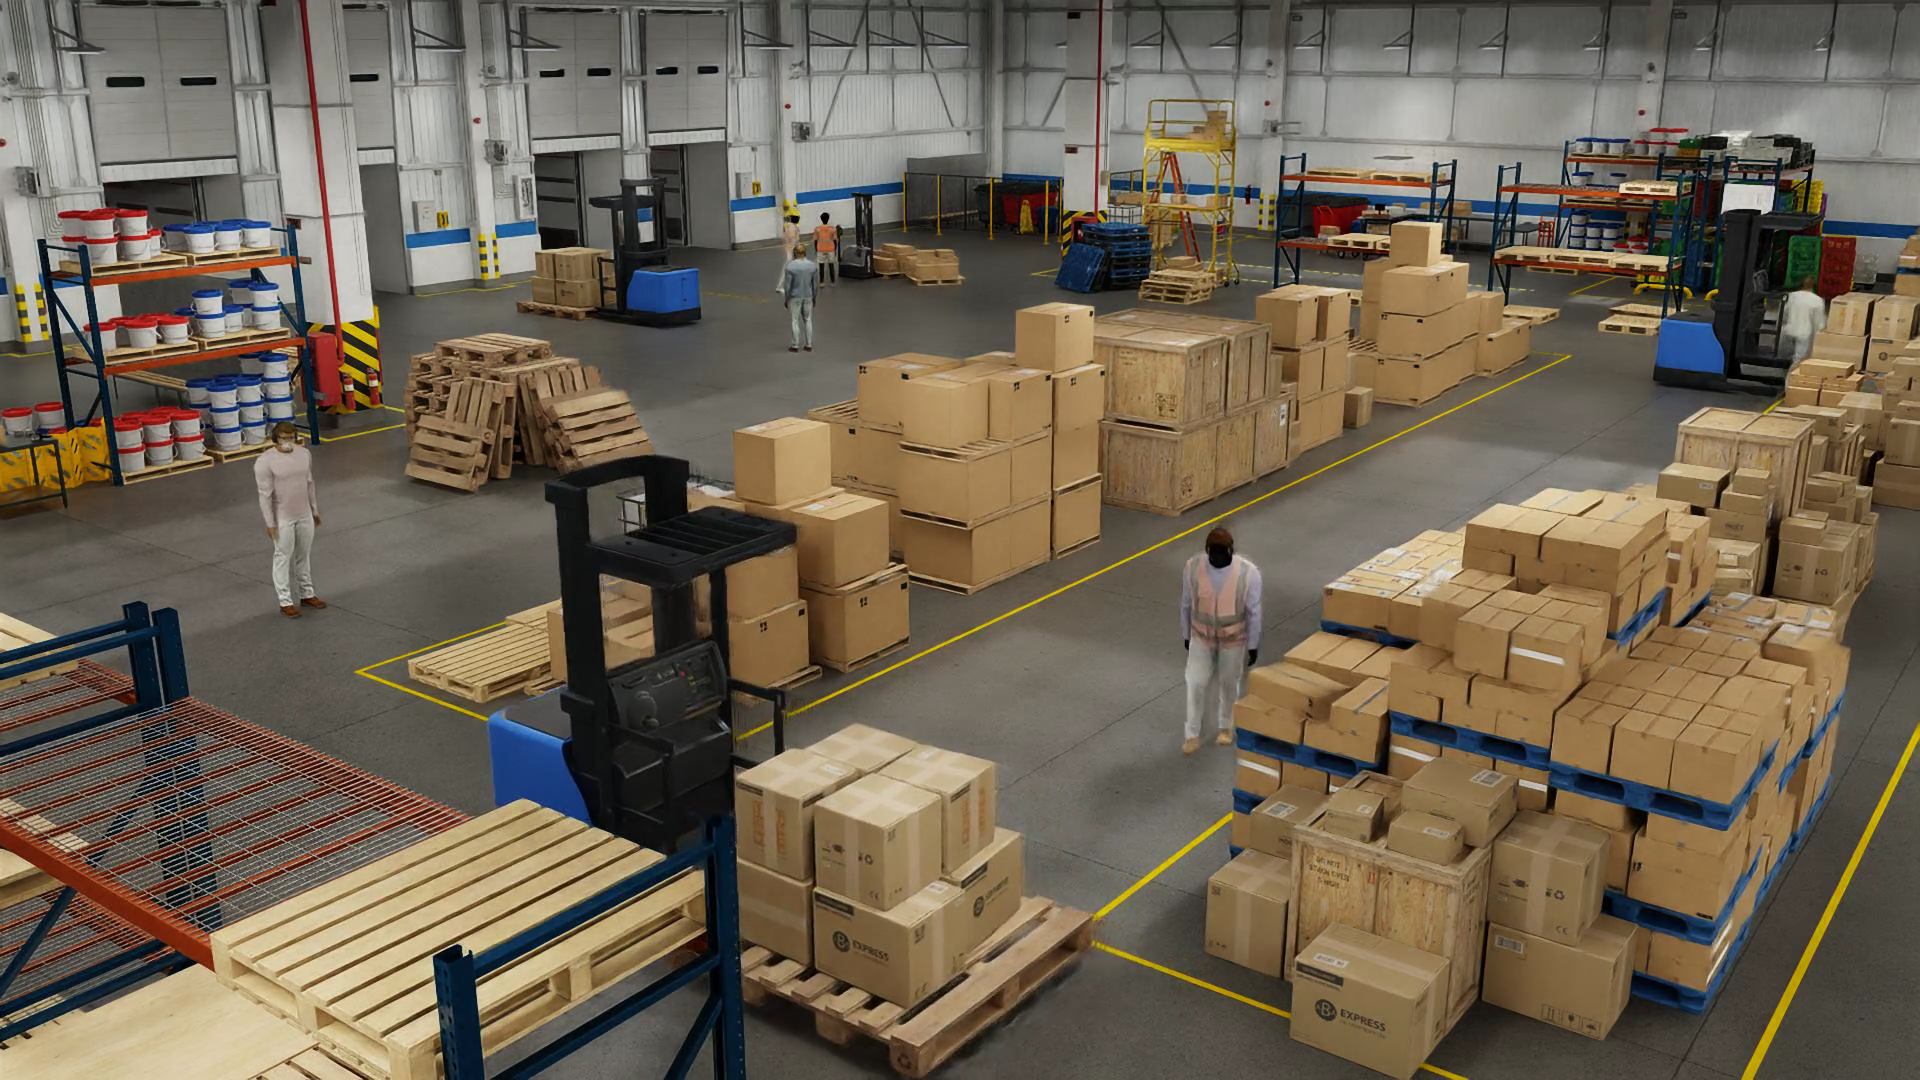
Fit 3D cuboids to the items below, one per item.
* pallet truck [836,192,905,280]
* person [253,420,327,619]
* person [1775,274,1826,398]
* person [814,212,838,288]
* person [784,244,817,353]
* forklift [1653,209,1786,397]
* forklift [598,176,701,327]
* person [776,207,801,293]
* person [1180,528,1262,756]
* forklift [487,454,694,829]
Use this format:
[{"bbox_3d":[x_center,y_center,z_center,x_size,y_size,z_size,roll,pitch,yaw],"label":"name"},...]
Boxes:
[{"bbox_3d":[-1.936,-7.159,38.982,1.885,1.965,0.823,-12,21,-34],"label":"pallet truck"},{"bbox_3d":[-6.475,-0.220,16.117,0.371,1.933,0.627,9,19,27],"label":"person"},{"bbox_3d":[13.179,-3.195,25.994,0.817,1.908,0.662,-13,21,-37],"label":"person"},{"bbox_3d":[-3.001,-6.494,37.290,0.540,1.696,0.317,0,17,-1],"label":"person"},{"bbox_3d":[-2.841,-4.309,29.668,0.636,1.931,0.377,-9,19,-27],"label":"person"},{"bbox_3d":[12.271,-3.827,26.446,1.873,2.768,1.129,12,21,35],"label":"forklift"},{"bbox_3d":[-6.138,-5.705,32.666,1.873,2.768,1.129,12,21,35],"label":"forklift"},{"bbox_3d":[-3.661,-6.353,36.516,0.894,1.887,0.598,0,17,1],"label":"person"},{"bbox_3d":[2.008,0.801,12.943,0.649,1.816,0.747,5,17,16],"label":"person"},{"bbox_3d":[-2.154,0.882,10.852,1.873,2.768,1.129,12,21,35],"label":"forklift"}]
